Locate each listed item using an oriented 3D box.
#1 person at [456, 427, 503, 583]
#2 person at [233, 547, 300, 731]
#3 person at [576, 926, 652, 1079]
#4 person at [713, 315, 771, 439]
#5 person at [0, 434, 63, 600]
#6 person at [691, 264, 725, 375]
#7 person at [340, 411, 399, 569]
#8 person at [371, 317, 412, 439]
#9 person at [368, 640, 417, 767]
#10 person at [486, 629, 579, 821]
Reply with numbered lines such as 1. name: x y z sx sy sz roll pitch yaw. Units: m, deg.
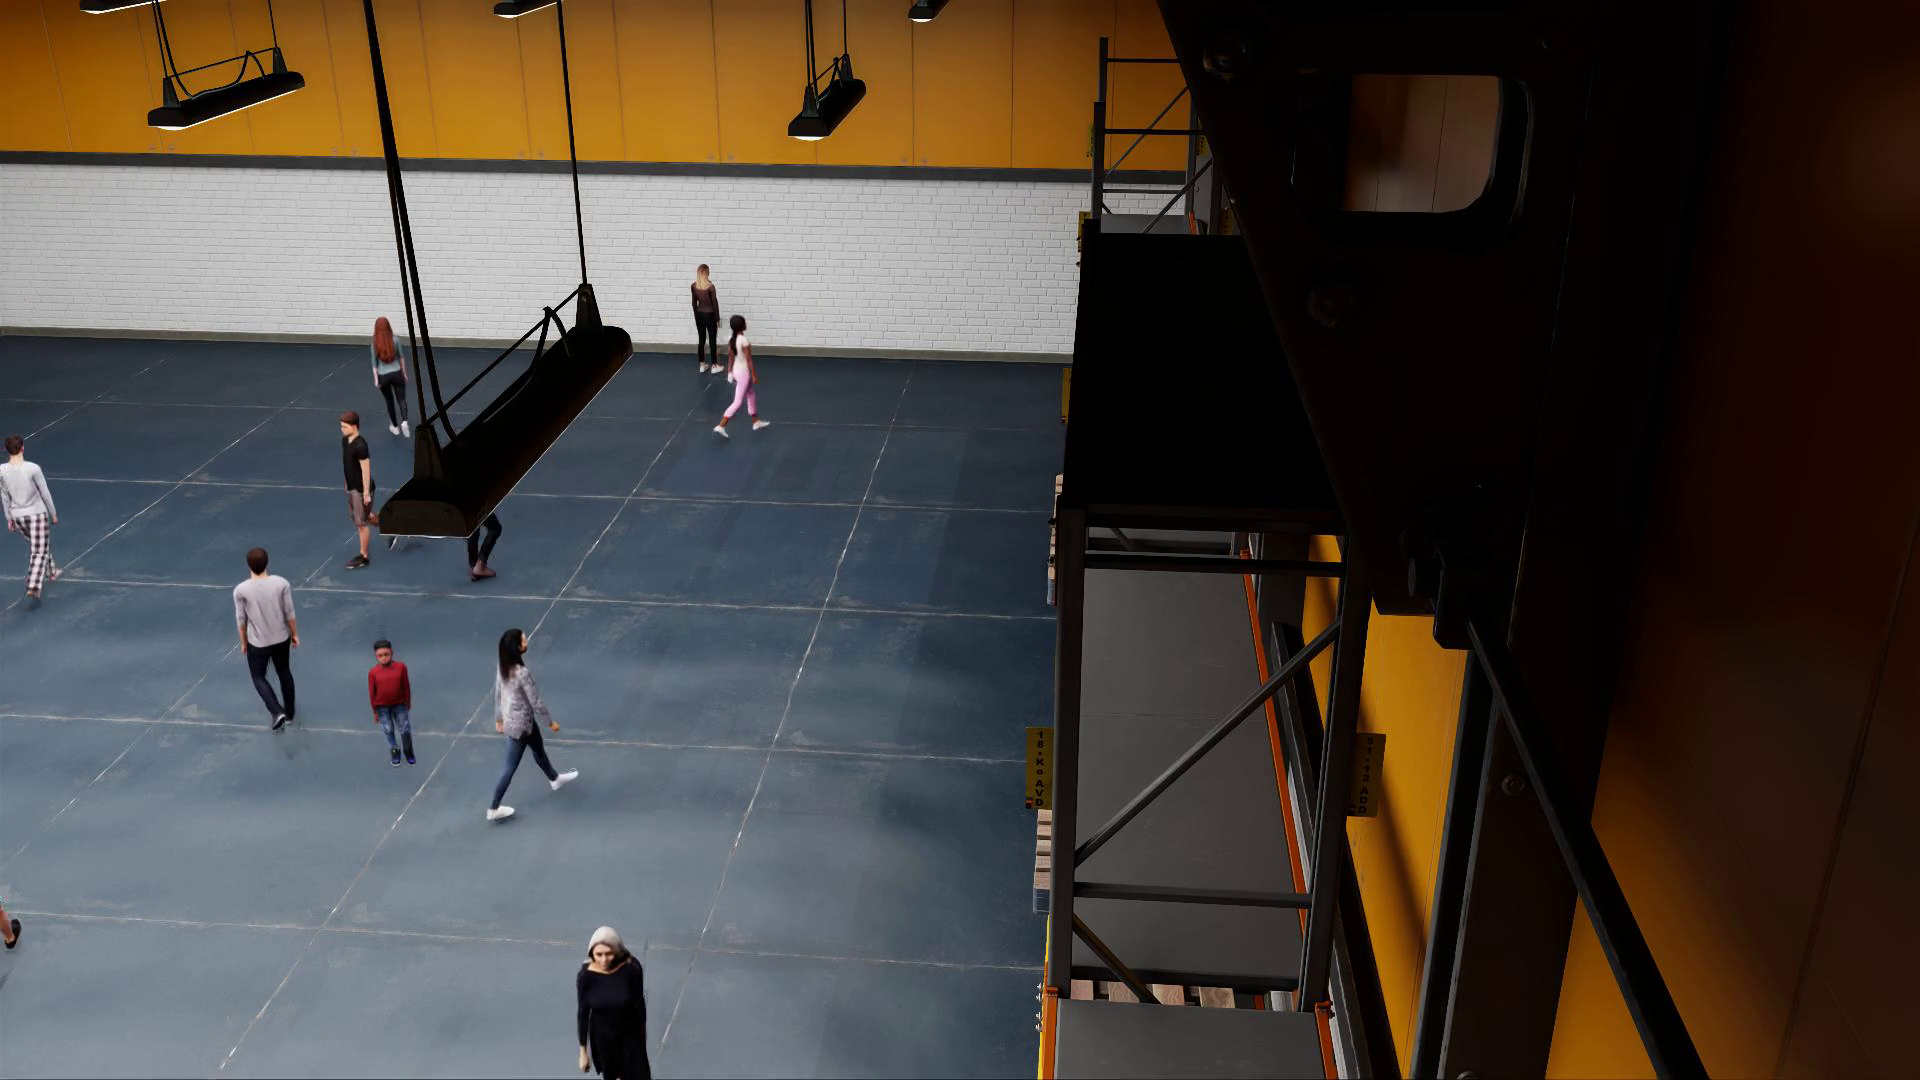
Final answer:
1. person: -5.502 -0.373 18.582 0.827 1.823 0.857 19 30 37
2. person: -6.439 0.963 15.521 0.922 1.826 0.995 -15 28 -30
3. person: -2.200 3.166 10.641 0.813 1.700 1.214 -4 24 -9
4. person: -3.084 -2.225 22.965 1.136 1.705 1.110 -17 29 -33
5. person: -10.230 -0.214 18.240 0.786 1.805 1.195 -2 24 -5
6. person: -3.930 -3.428 25.720 0.664 1.705 0.622 11 26 23
7. person: -6.828 -0.619 19.112 1.117 1.849 1.051 -20 30 -37
8. person: -7.813 -2.203 22.890 0.934 1.725 1.101 -12 26 -25
9. person: -5.186 1.453 15.126 0.583 1.246 0.614 -8 25 -18
10. person: -3.848 1.606 14.229 1.180 1.684 1.133 -18 29 -35
